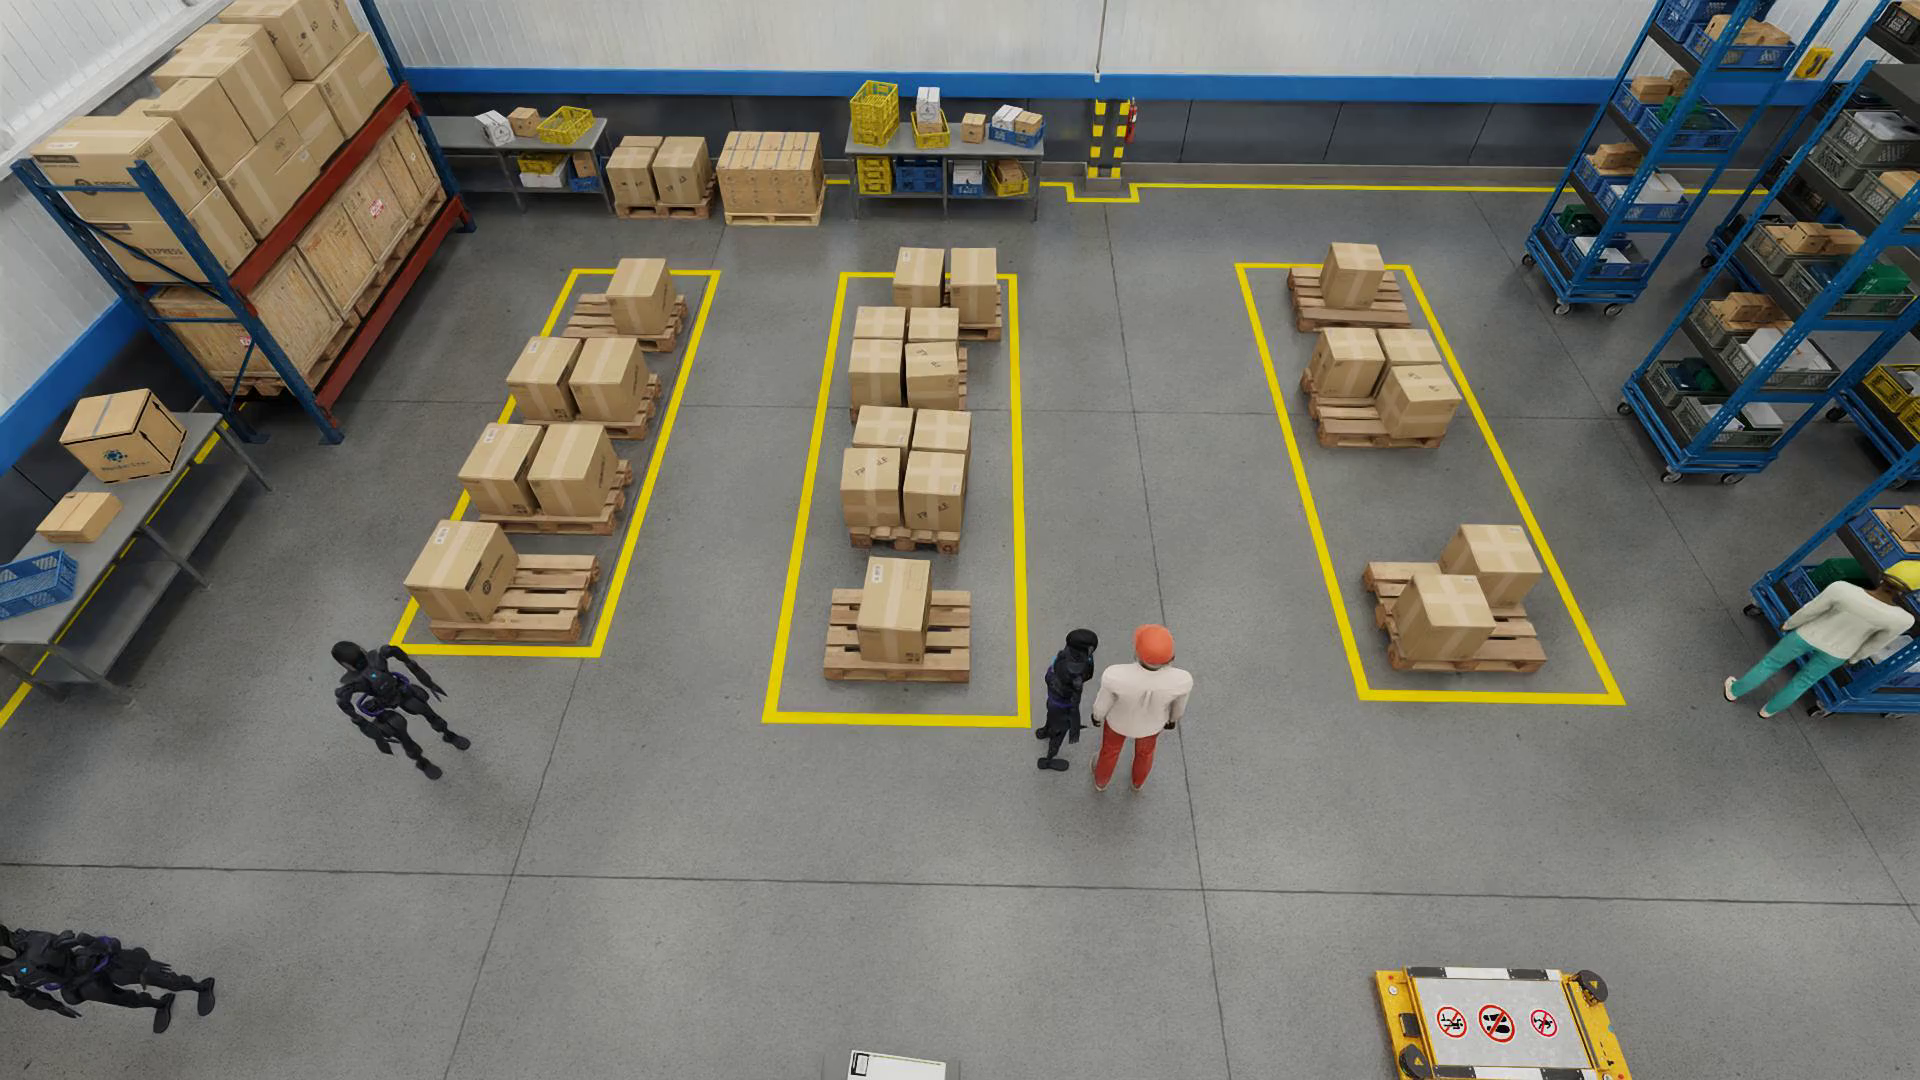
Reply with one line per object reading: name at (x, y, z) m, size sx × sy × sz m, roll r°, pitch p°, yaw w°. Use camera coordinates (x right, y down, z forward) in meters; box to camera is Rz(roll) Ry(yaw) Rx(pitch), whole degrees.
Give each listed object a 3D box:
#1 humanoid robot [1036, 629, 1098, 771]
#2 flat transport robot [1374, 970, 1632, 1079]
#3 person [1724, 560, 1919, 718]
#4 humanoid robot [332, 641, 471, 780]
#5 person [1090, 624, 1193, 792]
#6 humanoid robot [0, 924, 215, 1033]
humanoid robot at (0.768, 1.136, 6.650) m, size 0.326 × 1.651 × 0.570 m, roll 0°, pitch 51°, yaw 0°
flat transport robot at (3.501, 3.133, 5.914) m, size 1.431 × 0.197 × 0.652 m, roll 1°, pitch 51°, yaw 1°
person at (6.511, 0.749, 6.915) m, size 0.525 × 1.757 × 0.339 m, roll 37°, pitch 60°, yaw 26°
humanoid robot at (-4.047, 1.199, 6.598) m, size 0.340 × 1.650 × 0.571 m, roll 21°, pitch 54°, yaw 17°
person at (1.224, 1.211, 6.386) m, size 0.622 × 1.992 × 0.385 m, roll 2°, pitch 51°, yaw 1°
humanoid robot at (-5.132, 2.600, 5.457) m, size 0.570 × 1.651 × 0.335 m, roll -23°, pitch 55°, yaw -18°
